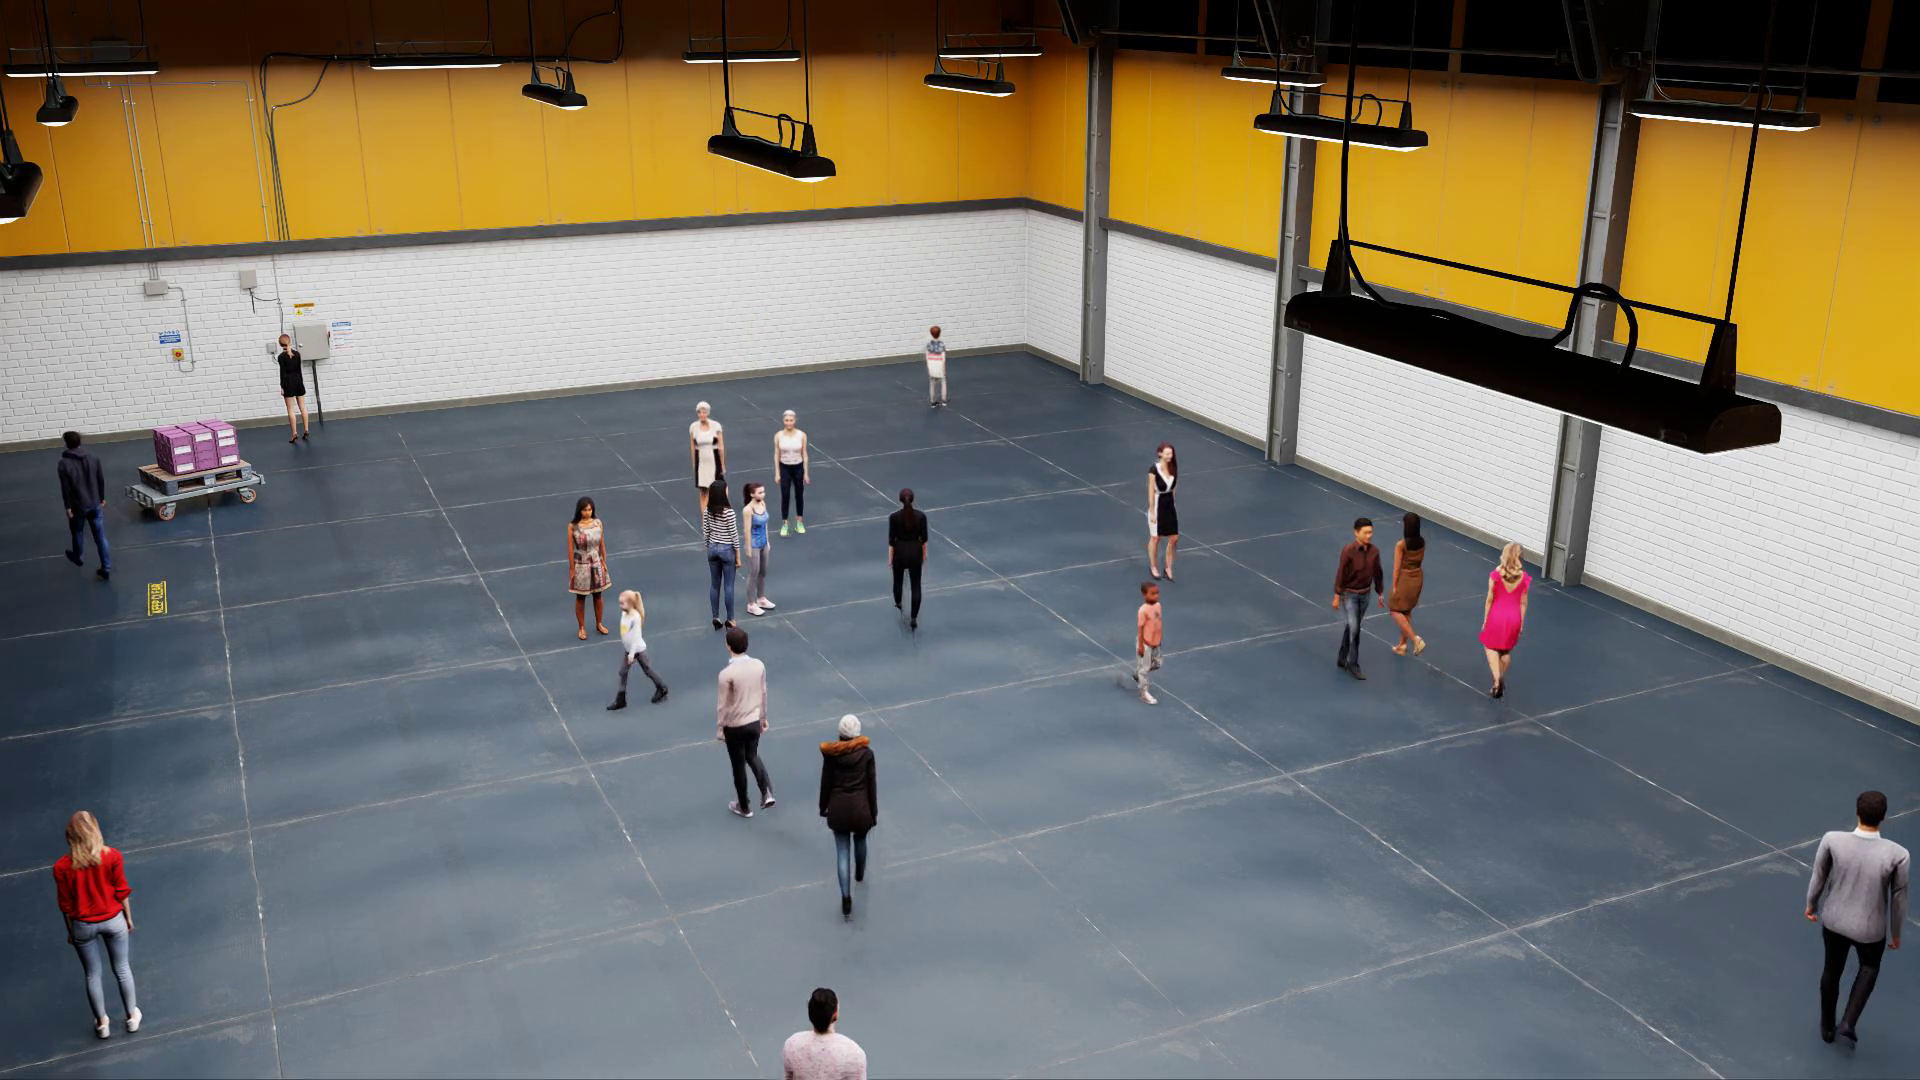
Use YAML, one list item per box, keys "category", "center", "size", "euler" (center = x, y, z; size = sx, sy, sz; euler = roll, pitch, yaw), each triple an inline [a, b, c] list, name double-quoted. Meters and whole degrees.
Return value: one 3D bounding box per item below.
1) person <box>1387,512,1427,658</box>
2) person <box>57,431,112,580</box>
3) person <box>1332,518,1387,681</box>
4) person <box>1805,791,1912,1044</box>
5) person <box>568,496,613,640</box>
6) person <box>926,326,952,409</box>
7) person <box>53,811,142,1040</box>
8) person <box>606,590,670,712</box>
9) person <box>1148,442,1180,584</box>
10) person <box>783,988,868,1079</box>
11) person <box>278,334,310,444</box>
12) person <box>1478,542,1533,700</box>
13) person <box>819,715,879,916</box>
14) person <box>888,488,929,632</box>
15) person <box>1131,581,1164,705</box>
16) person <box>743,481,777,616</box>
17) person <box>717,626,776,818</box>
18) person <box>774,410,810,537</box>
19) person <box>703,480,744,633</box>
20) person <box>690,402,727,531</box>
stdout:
- category: "person"
  center: [4.920, 0.535, 18.104]
  size: [0.593, 1.675, 0.800]
  euler: [-10, 21, -27]
- category: "person"
  center: [-10.793, -0.393, 20.598]
  size: [1.266, 1.842, 1.000]
  euler: [16, 24, 39]
- category: "person"
  center: [4.194, 0.578, 17.841]
  size: [0.696, 1.760, 0.844]
  euler: [-7, 20, -21]
- category: "person"
  center: [6.144, 2.653, 11.443]
  size: [0.852, 1.911, 0.966]
  euler: [13, 23, 34]
- category: "person"
  center: [-4.226, 0.287, 18.887]
  size: [0.673, 1.644, 0.563]
  euler: [-11, 22, -30]
- category: "person"
  center: [-0.430, -3.015, 29.025]
  size: [0.740, 1.432, 0.797]
  euler: [8, 20, 22]
- category: "person"
  center: [-6.041, 2.693, 11.653]
  size: [0.627, 1.703, 0.546]
  euler: [-11, 22, -30]
- category: "person"
  center: [-3.264, 1.115, 17.045]
  size: [0.751, 1.251, 0.915]
  euler: [-17, 25, -42]
- category: "person"
  center: [2.444, -0.357, 20.584]
  size: [0.627, 1.782, 0.702]
  euler: [-10, 21, -28]
- category: "person"
  center: [-0.792, 3.378, 9.563]
  size: [0.851, 1.738, 0.907]
  euler: [6, 20, 18]
- category: "person"
  center: [-10.777, -2.455, 26.836]
  size: [0.672, 1.768, 0.647]
  euler: [11, 22, 30]
- category: "person"
  center: [5.584, 0.871, 17.041]
  size: [0.820, 1.715, 0.924]
  euler: [2, 19, 6]
- category: "person"
  center: [-0.884, 2.207, 13.269]
  size: [0.880, 1.592, 1.142]
  euler: [-1, 19, -4]
- category: "person"
  center: [-0.587, 0.255, 19.017]
  size: [0.835, 1.622, 1.117]
  euler: [-2, 19, -7]
- category: "person"
  center: [1.907, 1.029, 17.217]
  size: [0.586, 1.305, 0.704]
  euler: [-15, 24, -38]
- category: "person"
  center: [-2.394, 0.077, 19.566]
  size: [0.690, 1.608, 0.648]
  euler: [10, 21, 27]
- category: "person"
  center: [-1.872, 1.645, 14.615]
  size: [0.771, 1.798, 0.878]
  euler: [-18, 25, -42]
- category: "person"
  center: [-2.266, -0.926, 22.394]
  size: [0.679, 1.704, 0.681]
  euler: [-3, 19, -8]
- category: "person"
  center: [-2.714, 0.182, 18.962]
  size: [0.621, 1.796, 0.712]
  euler: [9, 21, 25]
- category: "person"
  center: [-3.399, -1.031, 22.703]
  size: [0.932, 1.707, 1.169]
  euler: [0, 19, 1]
